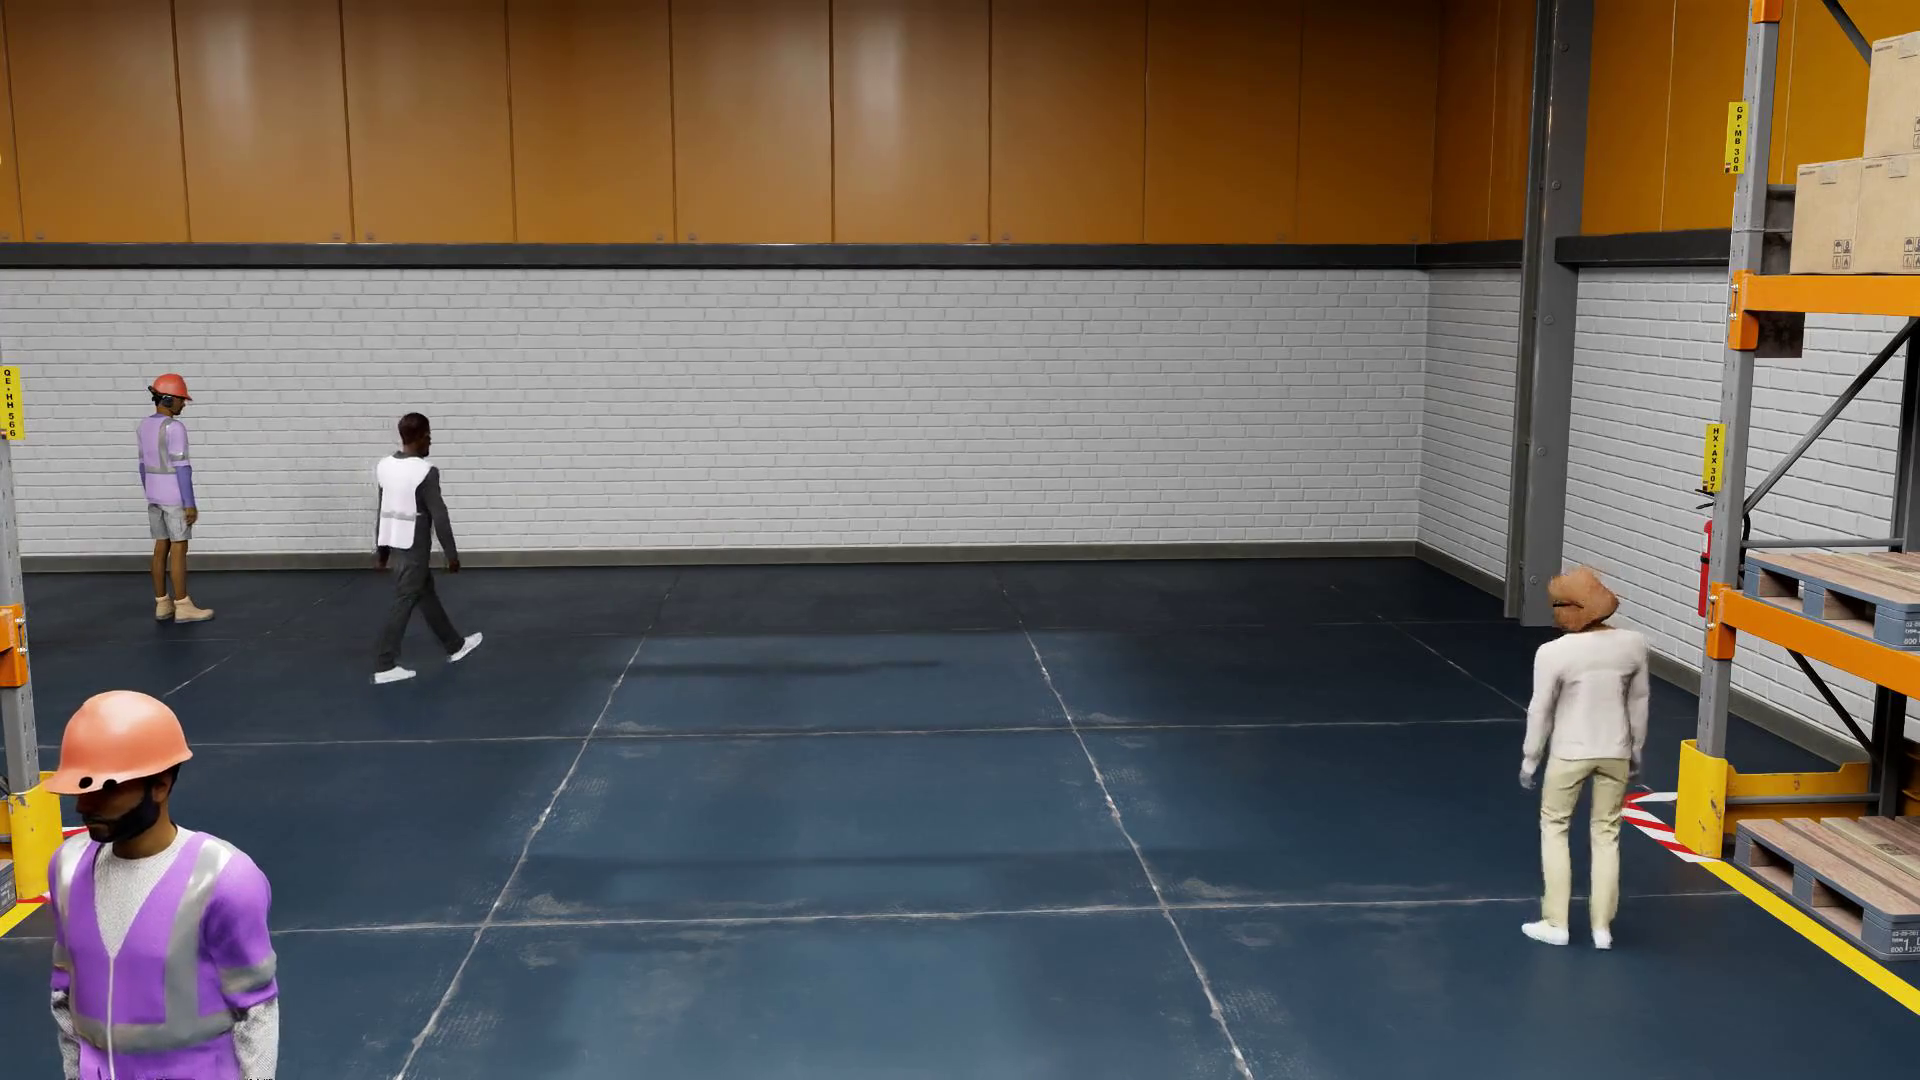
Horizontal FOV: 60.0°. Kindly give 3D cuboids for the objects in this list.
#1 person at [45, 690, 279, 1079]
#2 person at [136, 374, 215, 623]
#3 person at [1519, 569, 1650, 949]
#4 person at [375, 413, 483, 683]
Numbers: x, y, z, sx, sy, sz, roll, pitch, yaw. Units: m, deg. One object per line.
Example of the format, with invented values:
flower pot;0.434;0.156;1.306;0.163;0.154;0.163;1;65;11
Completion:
person;-1.802;1.279;3.747;0.547;1.938;0.379;2;9;14
person;-6.448;-0.341;13.631;0.607;2.033;0.403;6;11;35
person;2.632;0.935;7.001;0.532;1.635;0.305;0;9;-2
person;-3.812;0.031;11.815;0.617;1.863;1.006;7;12;39
